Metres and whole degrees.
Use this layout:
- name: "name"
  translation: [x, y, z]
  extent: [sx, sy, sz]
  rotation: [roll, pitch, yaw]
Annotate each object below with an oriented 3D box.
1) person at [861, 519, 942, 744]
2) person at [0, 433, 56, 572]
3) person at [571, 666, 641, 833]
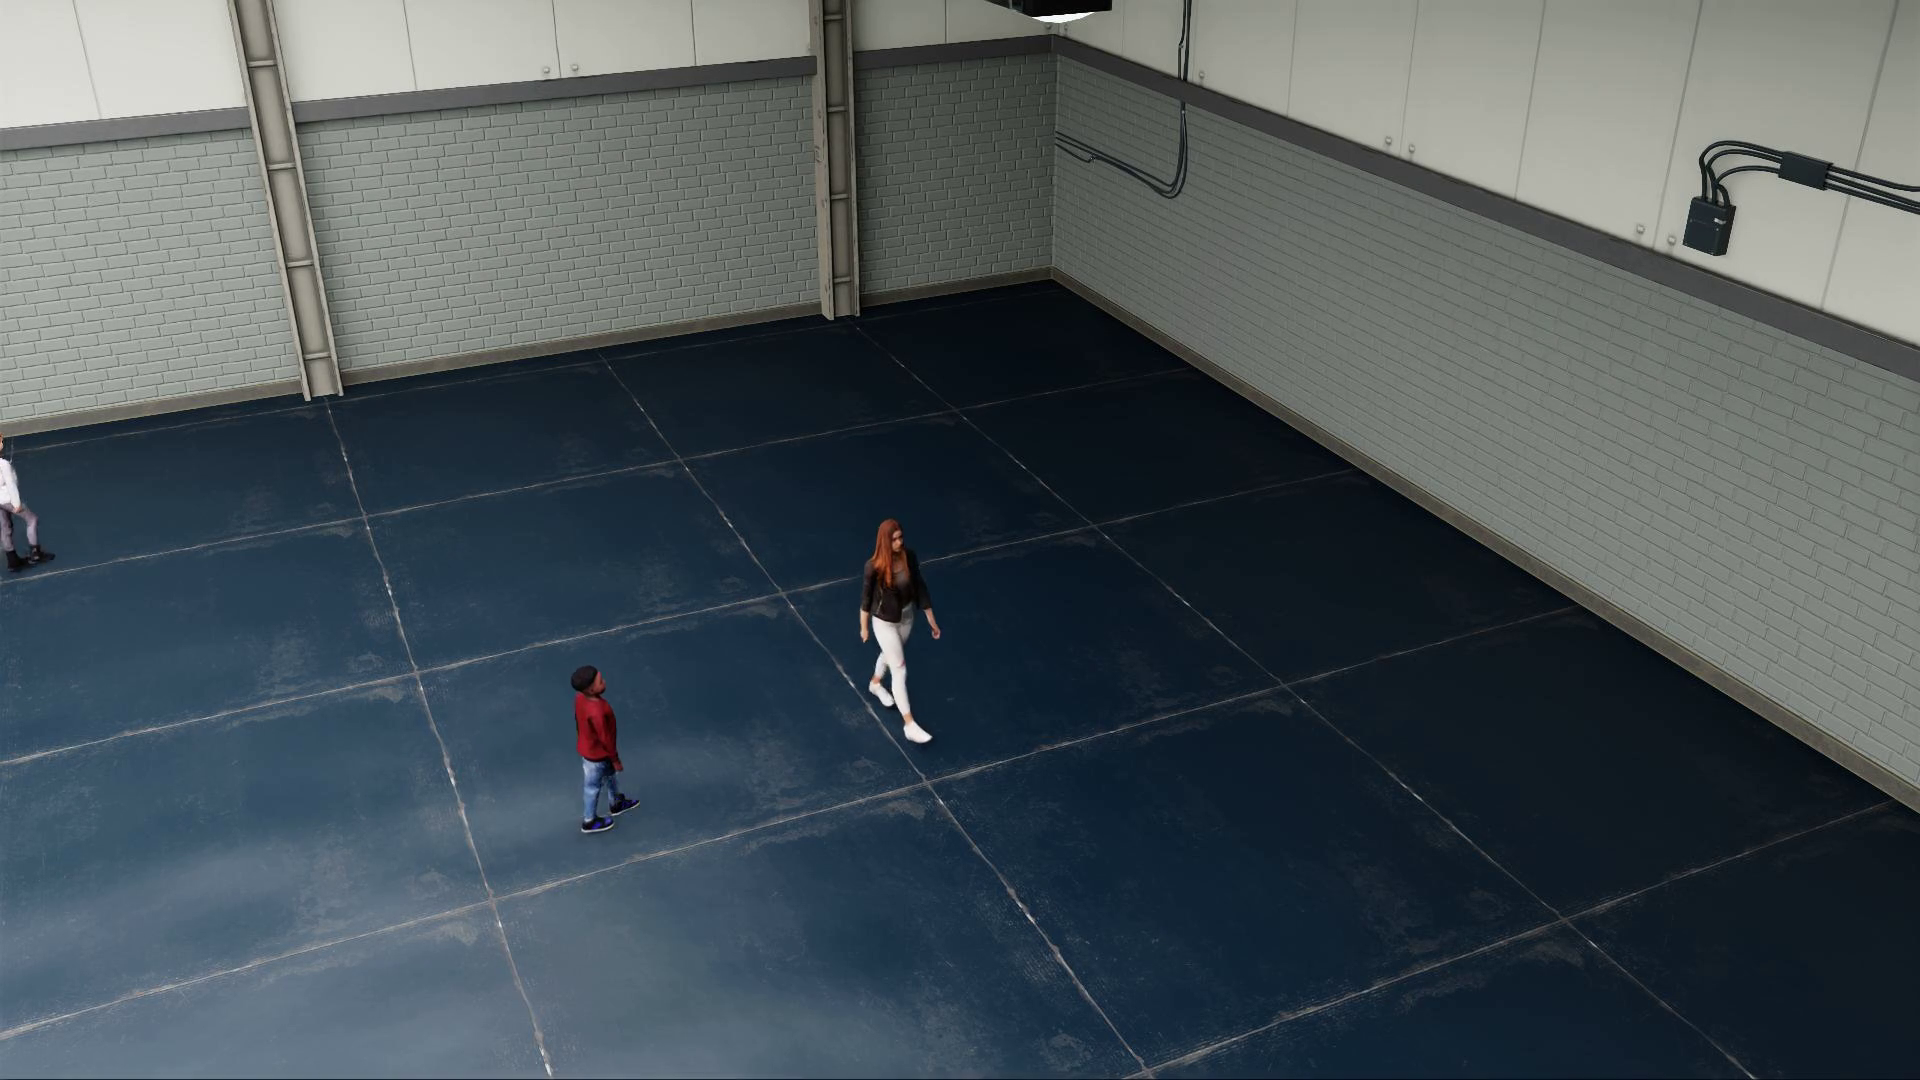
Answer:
- name: "person"
  translation: [-0.520, 0.573, 11.978]
  extent: [1.132, 1.655, 0.845]
  rotation: [-21, 34, -35]
- name: "person"
  translation: [-8.153, -0.313, 14.121]
  extent: [0.624, 1.269, 0.684]
  rotation: [10, 29, 19]
- name: "person"
  translation: [-2.437, 1.384, 10.855]
  extent: [0.659, 1.241, 0.528]
  rotation: [-14, 30, -25]
